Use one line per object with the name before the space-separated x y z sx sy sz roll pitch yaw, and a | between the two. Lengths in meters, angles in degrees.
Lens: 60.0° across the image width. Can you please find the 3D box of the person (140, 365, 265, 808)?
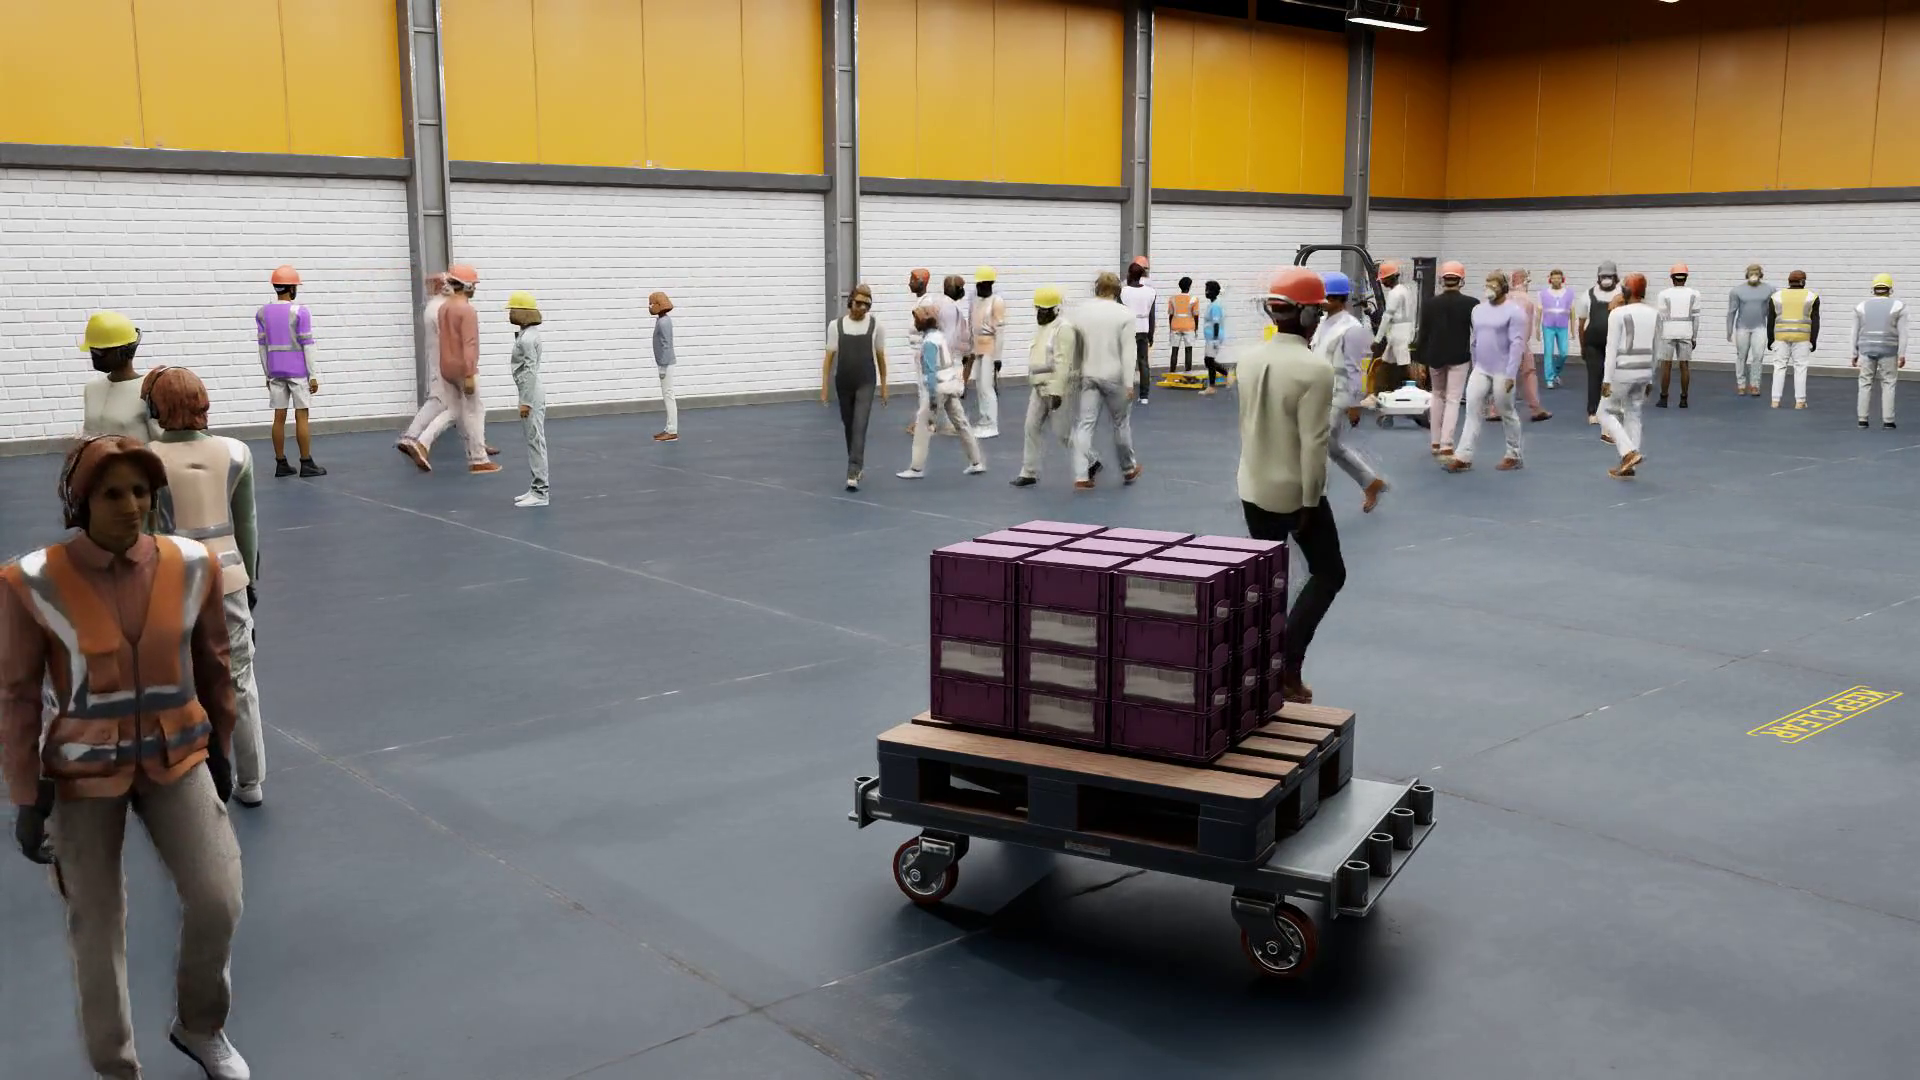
person | -2.741 0.198 5.953 0.308 1.640 0.510 7 12 37

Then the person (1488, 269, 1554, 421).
person | 6.898 -2.374 20.384 0.895 1.862 0.632 -3 10 -19

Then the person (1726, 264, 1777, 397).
person | 11.395 -3.012 23.972 0.657 1.903 0.882 4 10 22

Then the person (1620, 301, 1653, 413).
person | 8.661 -2.523 21.537 0.532 1.746 0.528 1 10 4

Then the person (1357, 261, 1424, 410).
person | 5.668 -2.611 21.517 1.037 1.970 0.623 3 10 19

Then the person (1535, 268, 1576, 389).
person | 9.078 -3.216 25.367 0.604 1.830 0.431 2 10 10

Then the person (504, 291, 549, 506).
person | -3.518 -1.145 13.514 0.295 1.744 0.484 -2 10 -13

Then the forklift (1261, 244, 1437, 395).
forklift | 5.256 -2.933 22.661 2.313 2.155 1.214 3 10 16

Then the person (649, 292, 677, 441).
person | -3.255 -1.903 18.268 0.283 1.633 0.498 -1 10 -9

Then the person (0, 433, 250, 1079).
person | -1.926 0.567 3.850 0.534 1.627 0.392 -9 13 -42

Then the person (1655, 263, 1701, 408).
person | 9.561 -2.722 22.207 0.542 1.929 0.368 2 10 12

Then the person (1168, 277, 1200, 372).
person | 3.601 -3.384 26.778 0.532 1.691 0.318 4 10 22

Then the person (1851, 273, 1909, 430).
person | 10.738 -2.196 19.439 0.601 1.828 0.403 9 13 43

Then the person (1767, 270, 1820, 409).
person | 11.084 -2.667 22.146 0.626 1.840 0.430 6 12 33

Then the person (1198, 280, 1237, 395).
person | 3.722 -2.913 24.062 0.449 1.684 0.535 1 10 3

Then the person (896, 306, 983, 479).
person | -0.155 -1.346 15.185 0.765 1.577 0.564 2 10 10

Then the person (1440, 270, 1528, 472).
person | 4.971 -1.567 15.565 0.918 1.890 0.644 -6 12 -33

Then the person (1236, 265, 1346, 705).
person | 1.465 -0.223 7.423 0.435 1.977 0.614 -7 12 -35

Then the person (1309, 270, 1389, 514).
person | 2.911 -1.101 12.753 0.880 1.922 0.616 -2 10 -11

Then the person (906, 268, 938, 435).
person | -0.420 -2.120 18.812 0.352 1.881 0.576 -2 10 -10

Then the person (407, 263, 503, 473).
person | -4.686 -1.563 15.333 0.618 1.969 0.801 9 13 43

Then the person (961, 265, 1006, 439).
person | 0.282 -2.101 18.592 0.400 1.923 0.622 -4 11 -23

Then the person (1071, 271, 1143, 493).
person | 1.273 -1.377 14.462 0.669 1.881 1.012 5 11 28

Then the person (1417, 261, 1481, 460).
person | 4.978 -1.807 16.763 0.642 1.961 0.863 6 11 32

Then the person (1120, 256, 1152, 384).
person | 2.809 -3.473 26.325 0.442 2.031 0.631 -8 13 -41

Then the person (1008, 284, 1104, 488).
person | 0.863 -1.329 14.478 0.764 1.795 0.605 -6 11 -30

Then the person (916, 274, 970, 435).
person | -0.168 -2.060 18.652 0.560 1.825 0.632 -1 10 -7

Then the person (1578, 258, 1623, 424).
person | 7.877 -2.449 20.275 0.678 2.000 0.866 3 10 16

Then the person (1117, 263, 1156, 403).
person | 2.397 -2.811 22.810 0.599 1.934 0.403 -4 10 -22

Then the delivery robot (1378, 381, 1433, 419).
delivery robot | 5.285 -1.625 19.522 0.707 0.478 0.477 0 10 2

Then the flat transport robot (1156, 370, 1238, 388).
flat transport robot | 3.725 -2.495 25.722 0.652 0.197 1.431 9 13 43

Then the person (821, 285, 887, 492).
person | -0.914 -1.331 14.527 0.532 1.779 1.013 1 10 8

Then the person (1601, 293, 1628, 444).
person | 7.127 -1.855 17.993 0.285 1.633 0.497 2 10 11

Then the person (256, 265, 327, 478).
person | -6.126 -1.535 15.225 0.545 1.938 0.362 2 10 11

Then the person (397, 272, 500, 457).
person | -5.180 -1.743 16.649 0.978 1.865 0.650 -3 10 -19

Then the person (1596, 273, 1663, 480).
person | 6.024 -1.464 15.002 0.617 1.871 0.435 -4 10 -22

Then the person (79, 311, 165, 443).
person | -4.025 -0.218 8.043 0.523 1.761 0.328 3 10 19

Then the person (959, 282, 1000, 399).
person | 0.311 -2.930 23.640 0.568 1.855 0.982 6 11 30
